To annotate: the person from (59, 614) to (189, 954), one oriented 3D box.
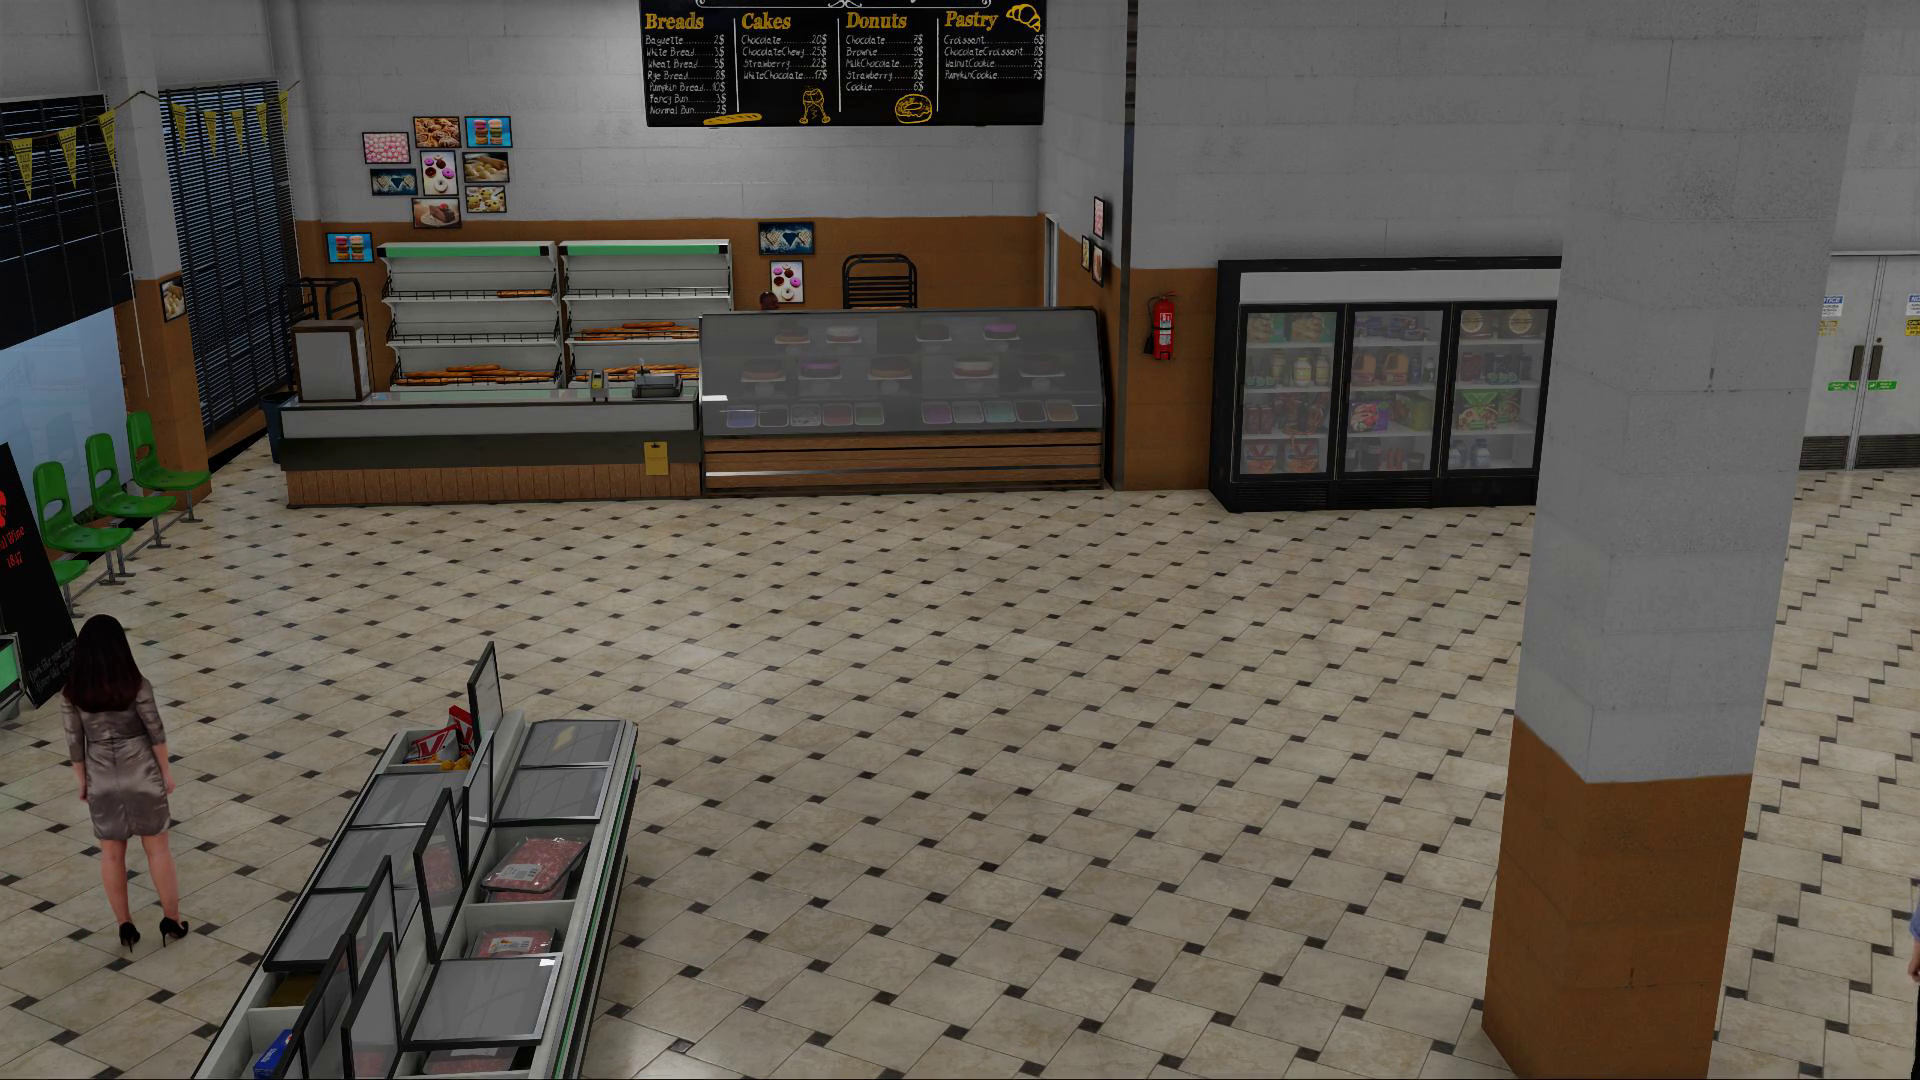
[{"bbox_3d":[-4.095,1.198,8.152,0.612,1.746,0.541,-3,17,-11],"label":"person"}]
